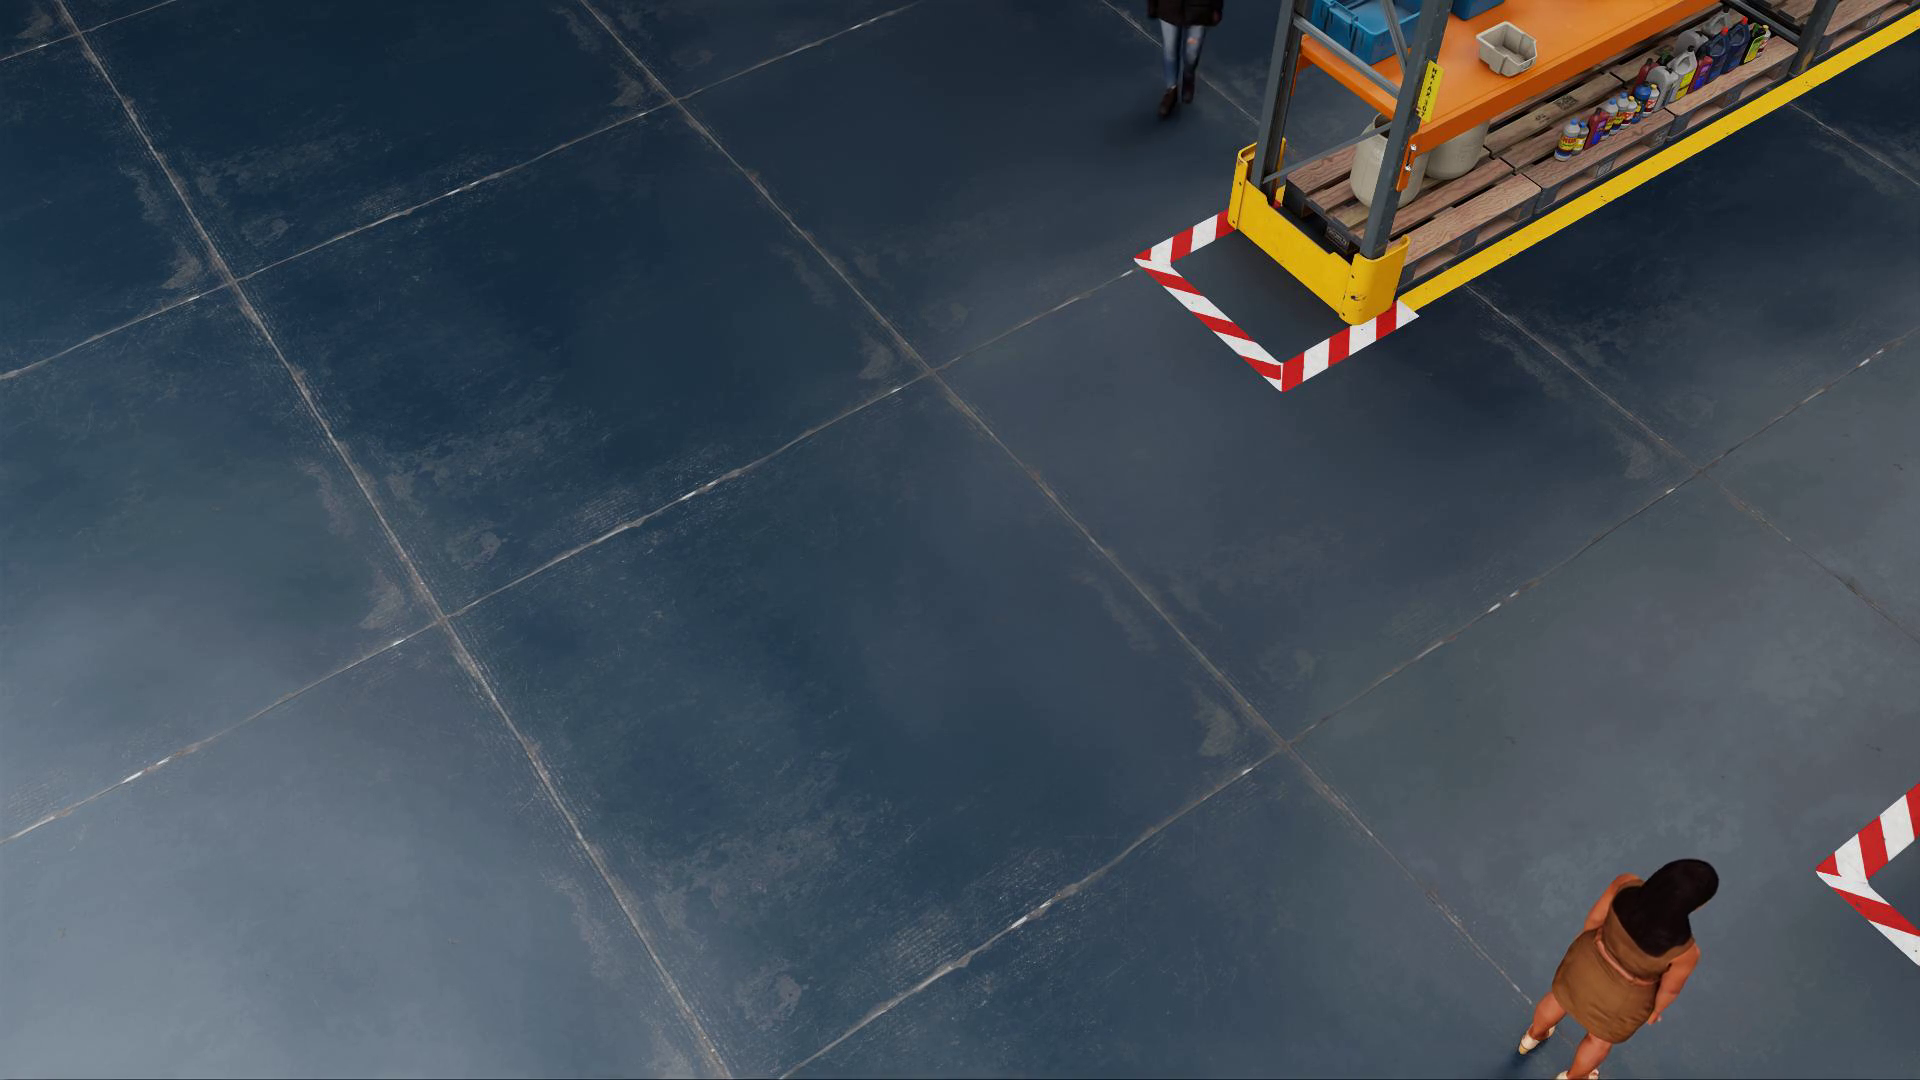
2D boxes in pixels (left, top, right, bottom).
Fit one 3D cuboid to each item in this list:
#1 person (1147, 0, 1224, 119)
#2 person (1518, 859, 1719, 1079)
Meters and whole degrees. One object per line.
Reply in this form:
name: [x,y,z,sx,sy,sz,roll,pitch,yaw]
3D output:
person: [1.422,-3.391,10.328,0.752,1.621,0.796,15,54,11]
person: [2.502,1.669,6.371,0.511,1.683,0.571,-26,57,-19]
